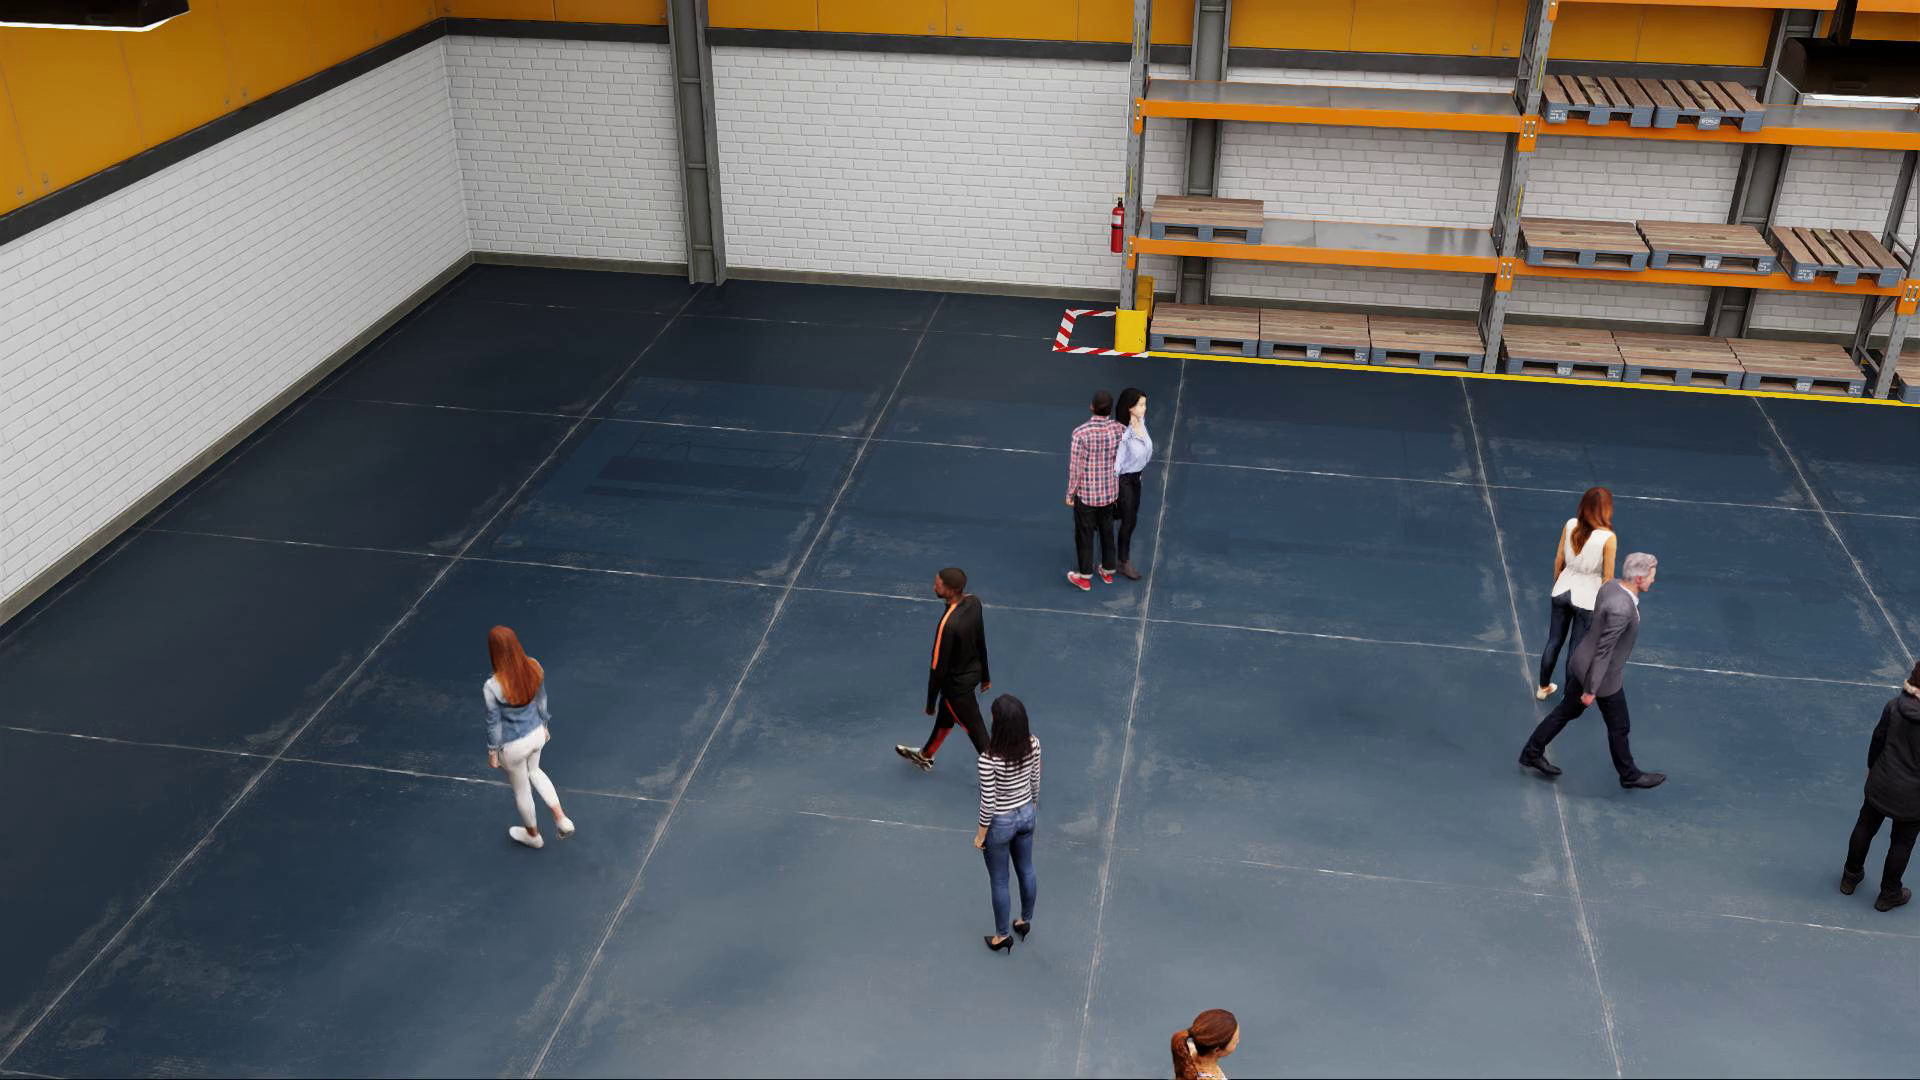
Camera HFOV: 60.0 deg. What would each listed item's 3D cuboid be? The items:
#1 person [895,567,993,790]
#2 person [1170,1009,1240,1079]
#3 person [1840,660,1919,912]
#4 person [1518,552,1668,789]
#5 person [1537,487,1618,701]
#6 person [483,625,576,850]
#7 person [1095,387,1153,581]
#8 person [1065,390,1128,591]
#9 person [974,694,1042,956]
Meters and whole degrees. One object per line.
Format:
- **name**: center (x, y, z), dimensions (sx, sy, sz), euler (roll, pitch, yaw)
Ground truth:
- **person**: center (0.087, 1.010, 11.132), dimensions (1.291, 1.756, 0.919), euler (16, 32, 26)
- **person**: center (0.992, 2.883, 7.680), dimensions (0.740, 1.773, 0.689), euler (-11, 30, -19)
- **person**: center (5.797, 1.491, 10.226), dimensions (0.779, 1.779, 0.717), euler (-19, 34, -31)
- **person**: center (4.267, 0.900, 11.312), dimensions (1.183, 1.776, 0.778), euler (7, 29, 13)
- **person**: center (4.511, 0.424, 12.176), dimensions (0.743, 1.784, 0.665), euler (-22, 35, -34)
- **person**: center (-2.747, 1.313, 10.641), dimensions (0.892, 1.694, 0.790), euler (18, 33, 29)
- **person**: center (1.303, -0.494, 13.919), dimensions (1.015, 1.727, 0.844), euler (16, 33, 27)
- **person**: center (1.132, -0.421, 13.750), dimensions (0.733, 1.760, 0.853), euler (-13, 31, -23)
- **person**: center (0.286, 1.690, 9.844), dimensions (0.642, 1.795, 0.702), euler (-18, 34, -30)
